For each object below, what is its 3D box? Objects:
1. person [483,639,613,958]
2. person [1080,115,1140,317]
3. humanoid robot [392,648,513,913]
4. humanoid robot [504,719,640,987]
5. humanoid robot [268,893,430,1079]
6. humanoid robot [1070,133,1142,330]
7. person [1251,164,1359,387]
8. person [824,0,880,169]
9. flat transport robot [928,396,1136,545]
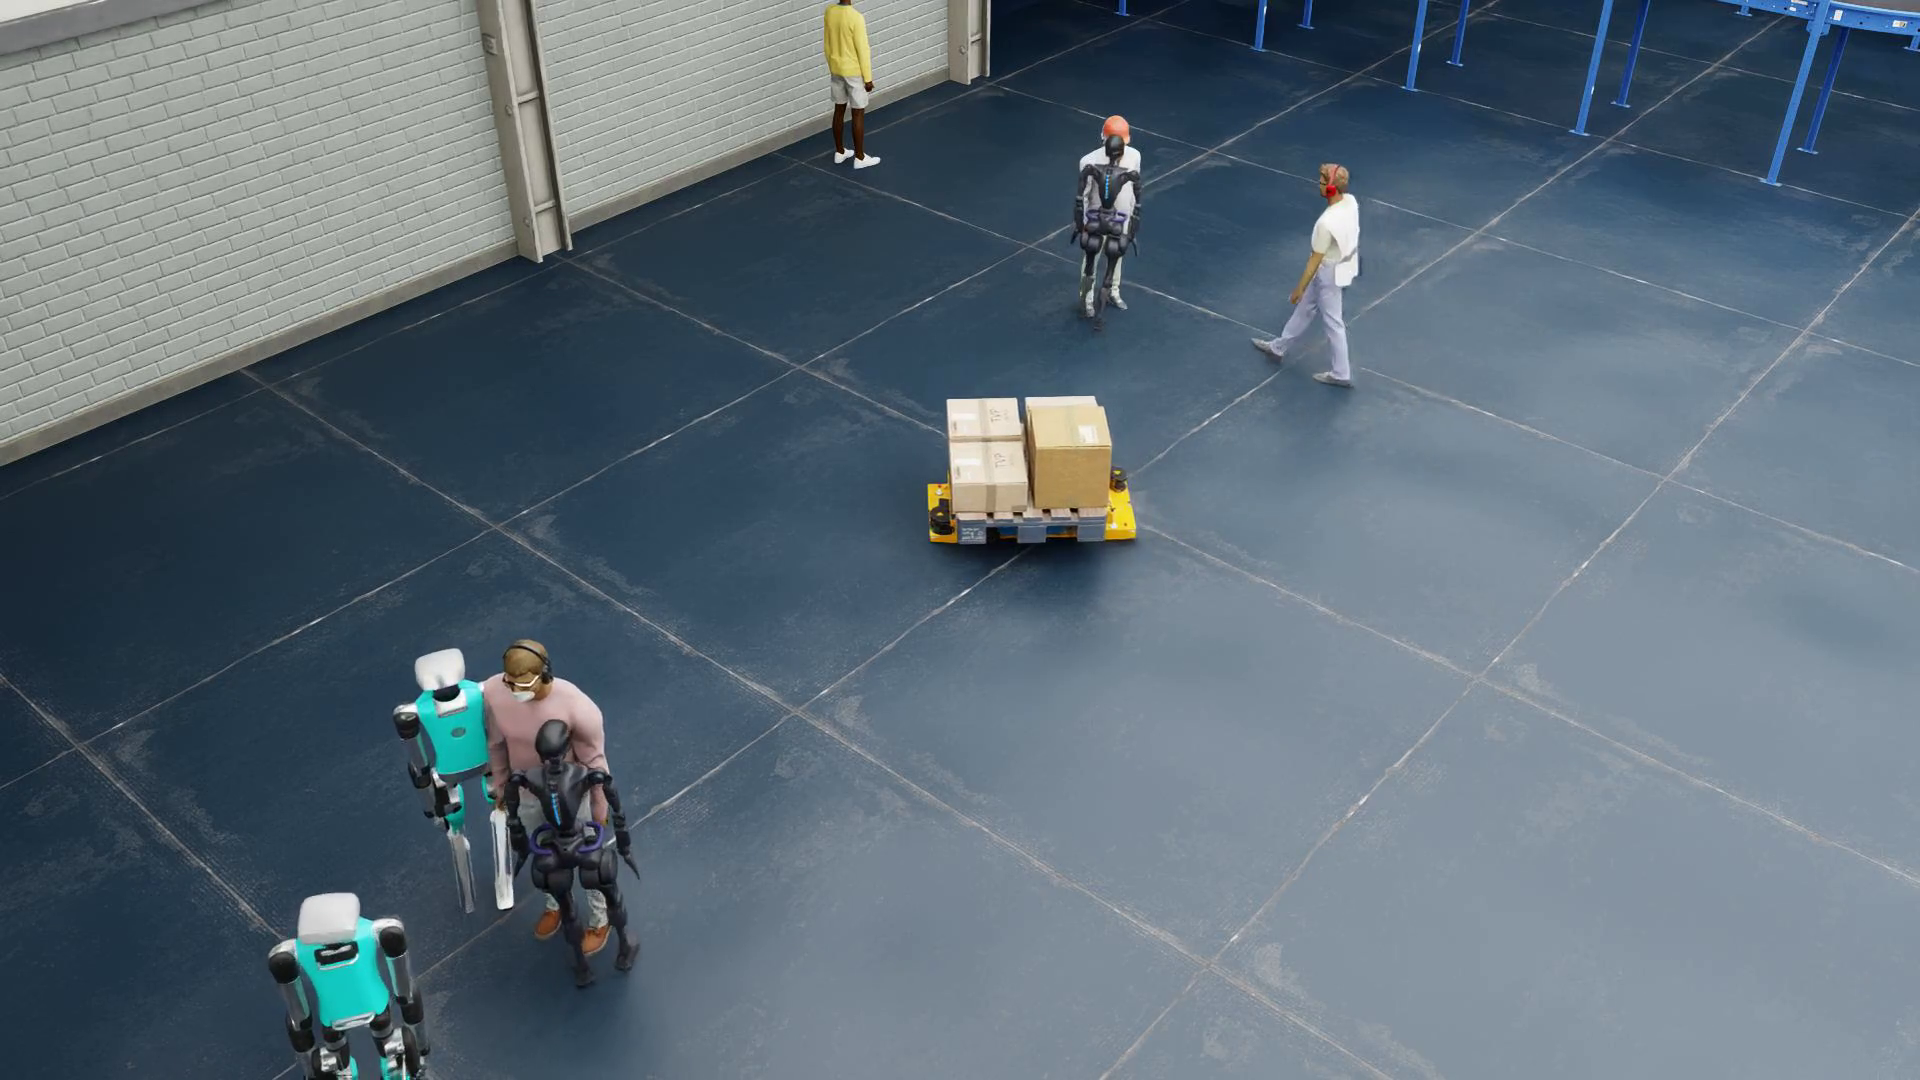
[{"bbox_3d":[-2.000,1.252,8.196,0.638,1.936,0.388,13,37,17],"label":"person"},{"bbox_3d":[1.255,-2.714,13.919,0.572,1.746,0.345,-14,38,-19],"label":"person"},{"bbox_3d":[-2.513,1.204,8.465,0.546,1.833,0.674,-15,38,-20],"label":"humanoid robot"},{"bbox_3d":[-1.877,1.511,8.051,0.608,1.656,0.343,-3,36,-4],"label":"humanoid robot"},{"bbox_3d":[-2.441,2.298,6.911,0.541,1.813,0.700,-12,37,-16],"label":"humanoid robot"},{"bbox_3d":[1.190,-2.545,13.756,0.590,1.633,0.408,9,36,12],"label":"humanoid robot"},{"bbox_3d":[2.746,-2.072,12.970,0.925,1.800,0.595,17,39,22],"label":"person"},{"bbox_3d":[-1.097,-4.633,16.489,0.544,1.899,0.377,24,42,30],"label":"person"},{"bbox_3d":[0.494,-0.247,11.734,1.431,0.231,0.659,-1,35,-2],"label":"flat transport robot"}]
